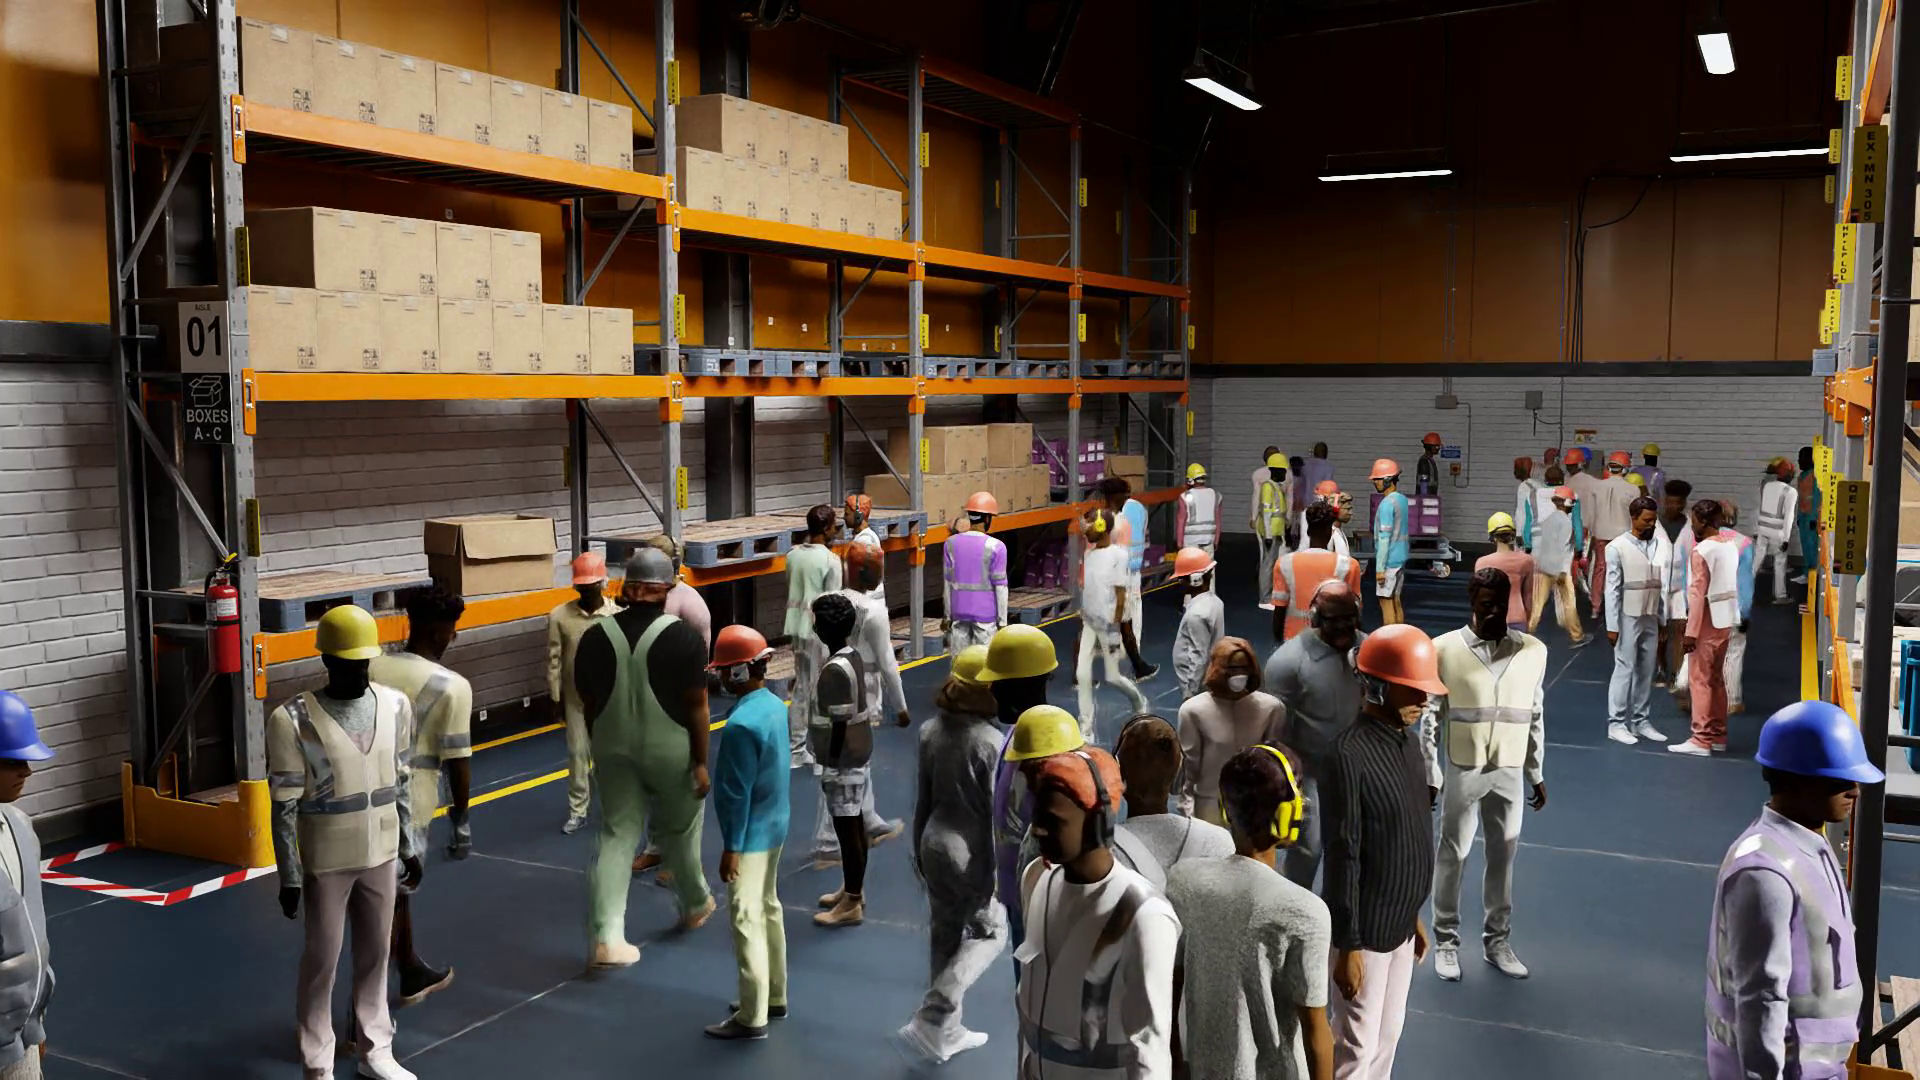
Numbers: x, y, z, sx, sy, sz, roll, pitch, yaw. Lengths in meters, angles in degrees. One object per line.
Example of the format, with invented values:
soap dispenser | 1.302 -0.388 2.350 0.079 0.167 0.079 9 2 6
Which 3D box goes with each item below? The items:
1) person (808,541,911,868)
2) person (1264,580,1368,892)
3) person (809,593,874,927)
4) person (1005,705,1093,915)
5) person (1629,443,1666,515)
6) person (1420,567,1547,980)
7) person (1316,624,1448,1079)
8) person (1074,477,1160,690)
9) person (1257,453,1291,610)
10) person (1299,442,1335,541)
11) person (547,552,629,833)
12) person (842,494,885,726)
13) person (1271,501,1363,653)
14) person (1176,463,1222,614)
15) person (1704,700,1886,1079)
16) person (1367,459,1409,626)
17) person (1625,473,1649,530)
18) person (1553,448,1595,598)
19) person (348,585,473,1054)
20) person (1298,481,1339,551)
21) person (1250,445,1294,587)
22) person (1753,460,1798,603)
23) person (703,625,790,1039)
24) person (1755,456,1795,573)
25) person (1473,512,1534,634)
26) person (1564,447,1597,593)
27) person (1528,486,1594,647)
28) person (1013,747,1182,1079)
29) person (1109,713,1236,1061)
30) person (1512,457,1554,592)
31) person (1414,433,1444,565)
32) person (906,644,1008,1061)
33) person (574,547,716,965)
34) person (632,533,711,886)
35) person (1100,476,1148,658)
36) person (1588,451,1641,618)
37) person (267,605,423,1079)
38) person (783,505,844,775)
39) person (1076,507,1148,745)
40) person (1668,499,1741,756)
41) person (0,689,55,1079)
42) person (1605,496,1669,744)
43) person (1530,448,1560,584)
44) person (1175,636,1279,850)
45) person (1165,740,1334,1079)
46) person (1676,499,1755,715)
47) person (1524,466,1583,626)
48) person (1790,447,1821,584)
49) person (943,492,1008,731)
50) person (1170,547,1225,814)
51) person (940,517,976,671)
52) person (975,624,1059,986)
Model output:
person | -0.527 0.934 9.597 0.846 1.862 0.591 -4 7 -40
person | 1.741 1.111 7.637 0.723 1.865 0.729 -2 6 -18
person | -0.609 1.114 8.505 0.322 1.699 0.536 0 5 5
person | 0.295 1.388 5.367 0.305 1.737 0.484 0 5 -3
person | 9.830 -0.416 23.756 0.363 1.928 0.587 -3 6 -32
person | 2.436 1.075 7.758 0.598 1.917 0.378 -1 5 -5
person | 1.373 1.257 5.436 0.388 1.987 0.608 4 7 35
person | 1.405 0.384 15.127 0.991 1.913 0.630 -5 7 -43
person | 3.856 -0.105 20.410 0.388 1.926 0.590 2 6 24
person | 5.420 -0.519 25.025 0.958 1.889 0.657 -4 7 -39
person | -2.248 0.938 10.177 0.569 1.743 0.367 0 5 0
person | -0.783 0.567 13.476 0.351 1.878 0.568 0 5 -1
person | 2.437 0.717 11.359 0.613 1.963 0.362 2 6 21
person | 2.841 -0.004 19.896 0.594 1.825 0.403 -2 6 -20
person | 2.159 1.377 4.353 0.400 1.945 0.615 4 6 34
person | 4.230 0.210 16.494 0.405 2.032 0.611 3 6 31
person | 7.861 0.085 19.415 0.321 1.736 0.489 0 5 -5
person | 8.009 -0.216 21.487 0.737 1.960 0.628 -2 6 -20
person | -2.384 1.145 7.141 0.644 1.892 0.926 2 6 21
person | 3.937 0.230 17.878 0.572 1.716 0.716 -5 7 -44
person | 4.235 -0.317 22.624 0.638 1.938 0.357 -2 6 -18
person | 10.079 -0.082 20.707 0.962 1.837 0.638 -2 6 -24
person | -0.910 1.228 7.087 0.354 1.737 0.576 1 5 9
person | 11.856 -0.357 24.177 0.667 1.711 0.526 -2 6 -20
person | 4.239 0.664 13.030 0.523 1.761 0.328 -2 6 -16
person | 8.239 -0.269 22.121 0.416 1.940 0.608 -3 6 -27
person | 6.257 0.286 17.395 0.851 1.699 0.577 -1 5 -12
person | 0.324 1.437 4.124 0.348 1.876 0.570 -3 6 -32
person | 0.523 1.398 4.668 0.514 1.845 0.338 -2 6 -20
person | 7.101 -0.109 20.757 0.600 1.867 0.598 4 7 35
person | 7.187 -0.628 25.481 0.406 2.035 0.609 2 6 24
person | -0.020 1.272 6.671 0.517 1.720 0.477 5 7 43
person | -1.526 0.986 8.071 0.686 2.000 1.059 1 5 9
person | -1.636 0.929 9.227 0.632 1.940 0.372 5 7 43
person | 1.632 0.271 16.843 0.430 1.841 0.624 5 7 43
person | 7.681 -0.047 19.502 0.617 1.986 0.408 5 7 43
person | -2.329 1.201 6.369 0.374 1.923 0.595 4 7 37
person | -1.039 0.704 11.827 0.386 1.909 0.591 -5 7 -42
person | 1.121 0.659 12.735 0.821 1.826 0.524 -4 7 -40
person | 5.602 0.650 12.418 0.599 1.908 0.396 -5 7 -44
person | -2.660 1.367 4.533 0.416 1.939 0.605 0 5 -3
person | 5.204 0.613 12.818 0.598 1.907 0.408 -3 6 -27
person | 8.136 -0.323 22.950 0.400 1.900 0.636 -4 6 -35
person | 1.224 1.239 7.558 0.507 1.625 0.282 -1 5 -11
person | 0.731 1.434 4.187 0.310 1.864 0.533 -5 7 -44
person | 6.242 0.570 13.789 0.724 1.816 0.646 -5 7 -42
person | 6.810 0.067 19.083 0.639 1.834 0.432 3 6 32
person | 11.793 -0.339 23.060 0.390 1.911 0.585 0 5 4
person | 0.139 0.581 13.070 0.549 1.924 0.386 3 6 27
person | 1.476 0.914 10.413 0.334 1.743 0.560 2 6 17
person | 0.012 0.618 14.174 0.311 1.641 0.519 4 6 35
person | 0.246 1.248 5.916 0.393 1.918 0.586 -1 5 -7
